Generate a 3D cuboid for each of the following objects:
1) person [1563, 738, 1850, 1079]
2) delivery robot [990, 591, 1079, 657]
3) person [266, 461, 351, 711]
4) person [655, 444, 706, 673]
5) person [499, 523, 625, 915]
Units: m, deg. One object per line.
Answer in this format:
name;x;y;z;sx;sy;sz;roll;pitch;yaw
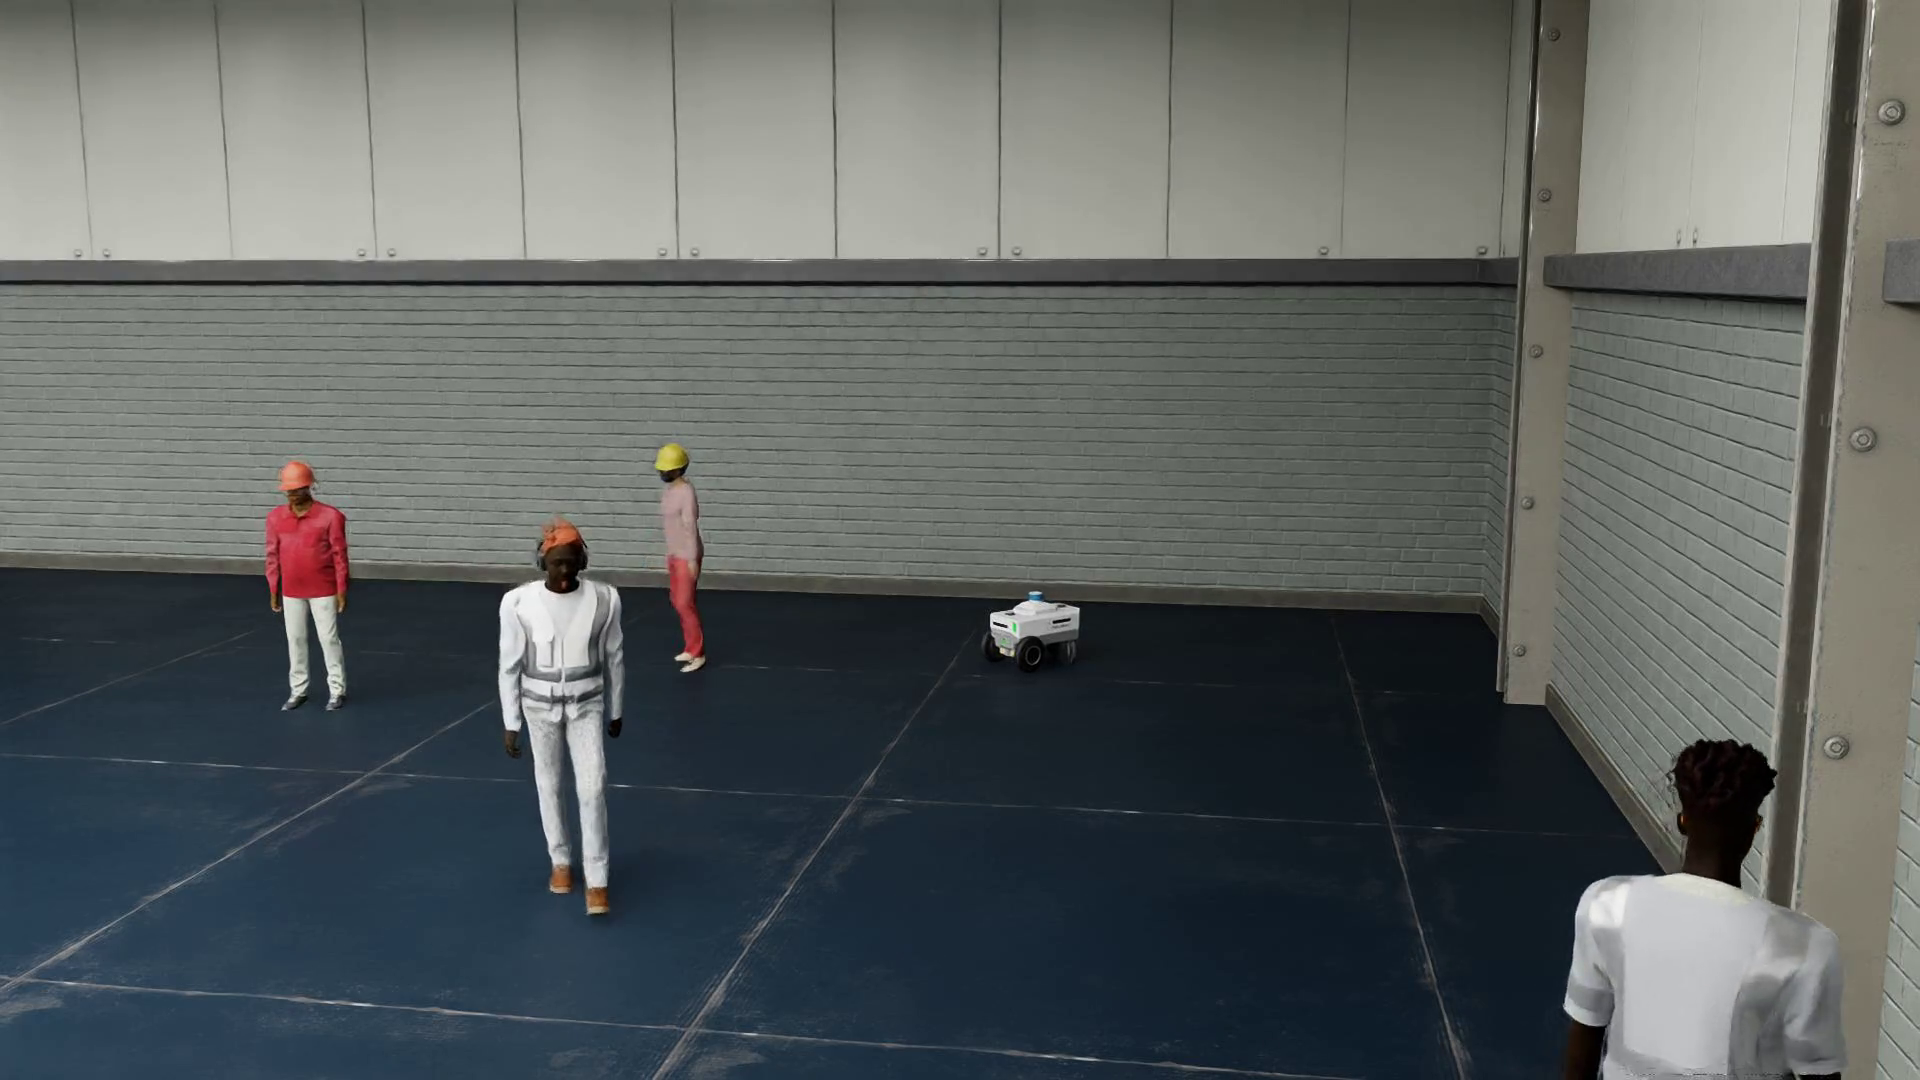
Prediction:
person;1.797;1.425;4.002;0.505;1.951;0.608;-8;13;-42
delivery robot;0.582;0.641;12.826;0.707;0.478;0.477;-7;12;-37
person;-4.489;0.320;11.443;0.575;1.743;0.354;1;9;3
person;-2.131;0.130;12.610;0.397;1.750;0.578;-5;11;-30
person;-1.870;0.849;7.861;0.583;1.845;0.886;-2;9;-13
